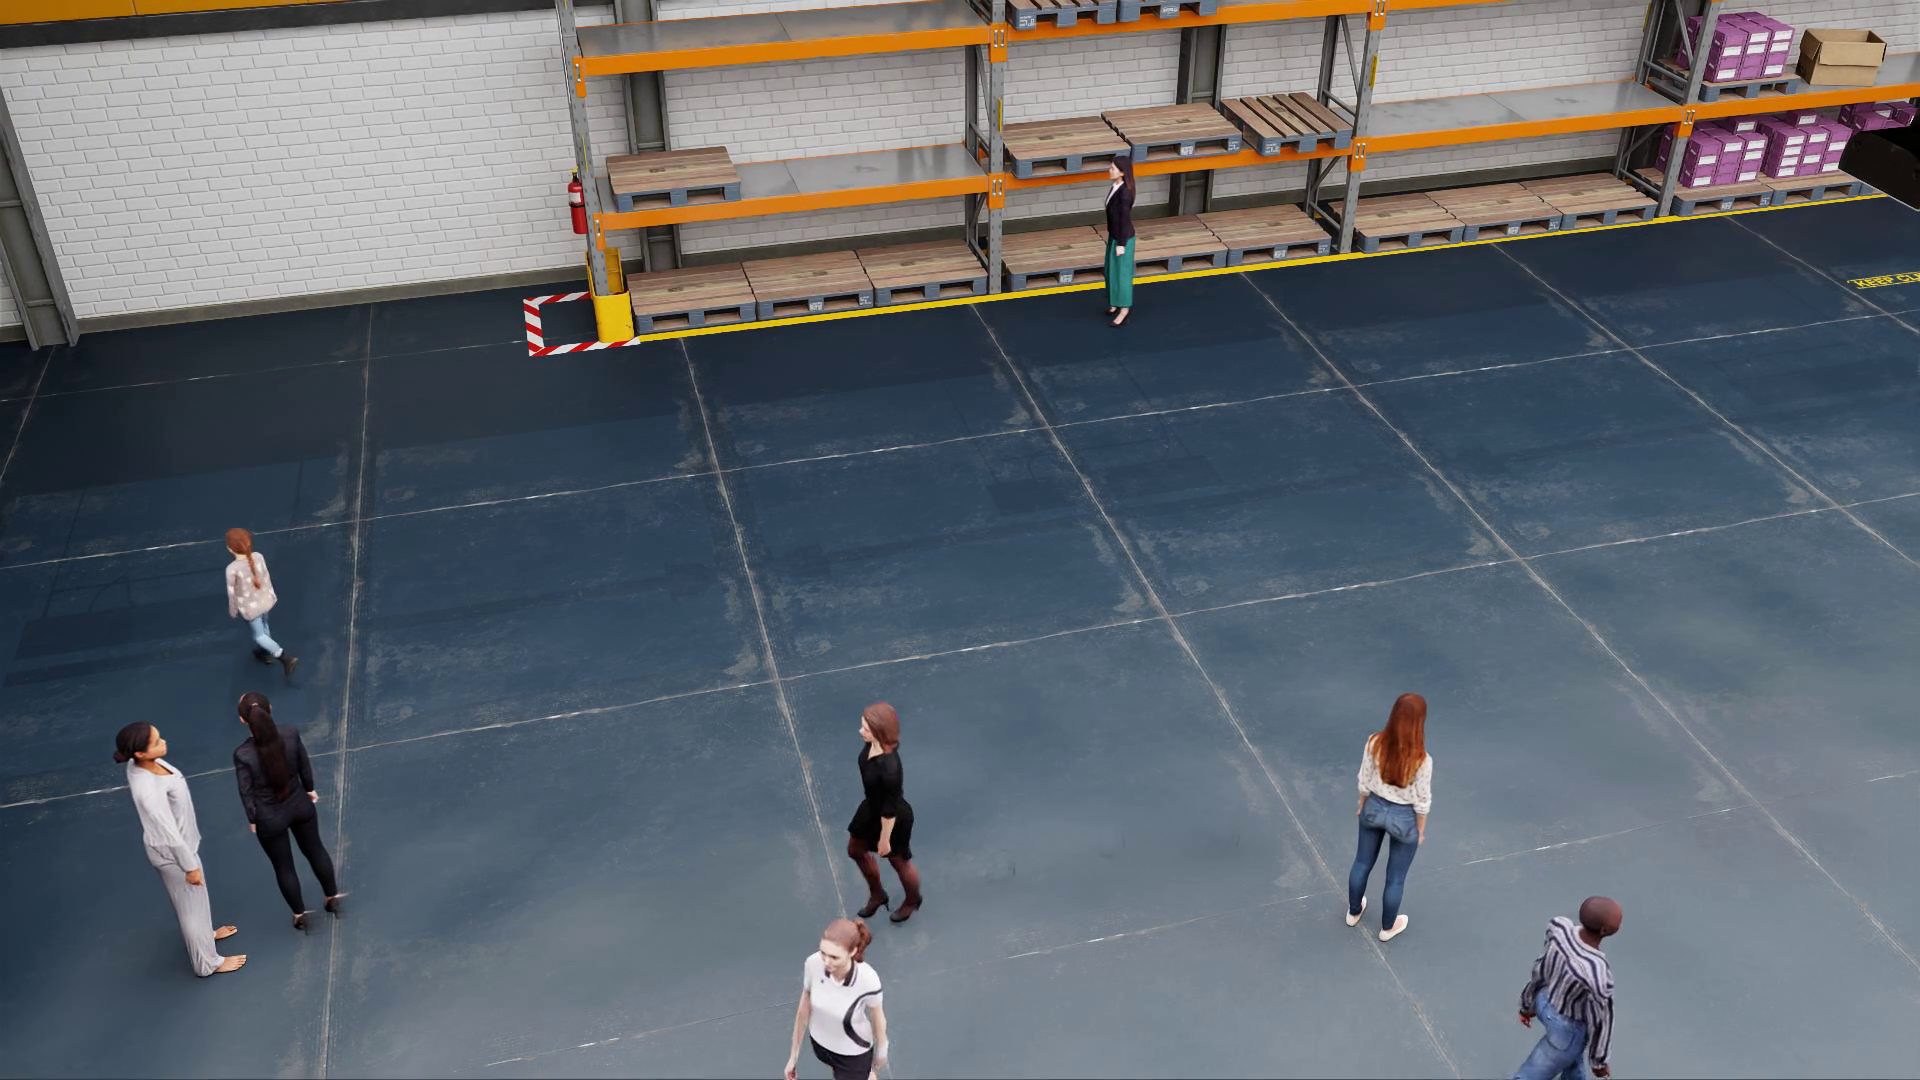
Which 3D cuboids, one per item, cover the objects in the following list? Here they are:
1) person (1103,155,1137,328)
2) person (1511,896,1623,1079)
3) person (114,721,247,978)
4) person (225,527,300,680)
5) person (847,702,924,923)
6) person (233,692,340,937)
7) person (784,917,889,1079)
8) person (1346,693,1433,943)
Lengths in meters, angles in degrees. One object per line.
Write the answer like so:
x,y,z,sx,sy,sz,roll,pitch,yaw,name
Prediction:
1.588,-2.952,16.397,0.561,1.737,0.607,-6,34,-9,person
2.891,2.468,8.242,1.178,1.738,0.679,-7,34,-10,person
-4.431,1.721,9.368,0.634,1.736,0.698,-19,38,-26,person
-4.965,0.463,11.764,0.845,1.178,0.776,17,37,24,person
-0.339,1.585,9.614,0.660,1.690,0.604,-11,35,-16,person
-3.904,1.574,9.611,0.692,1.710,0.589,26,41,33,person
-0.534,2.465,8.279,1.065,1.702,1.131,18,38,25,person
2.476,1.594,9.568,0.650,1.726,0.686,23,40,30,person
